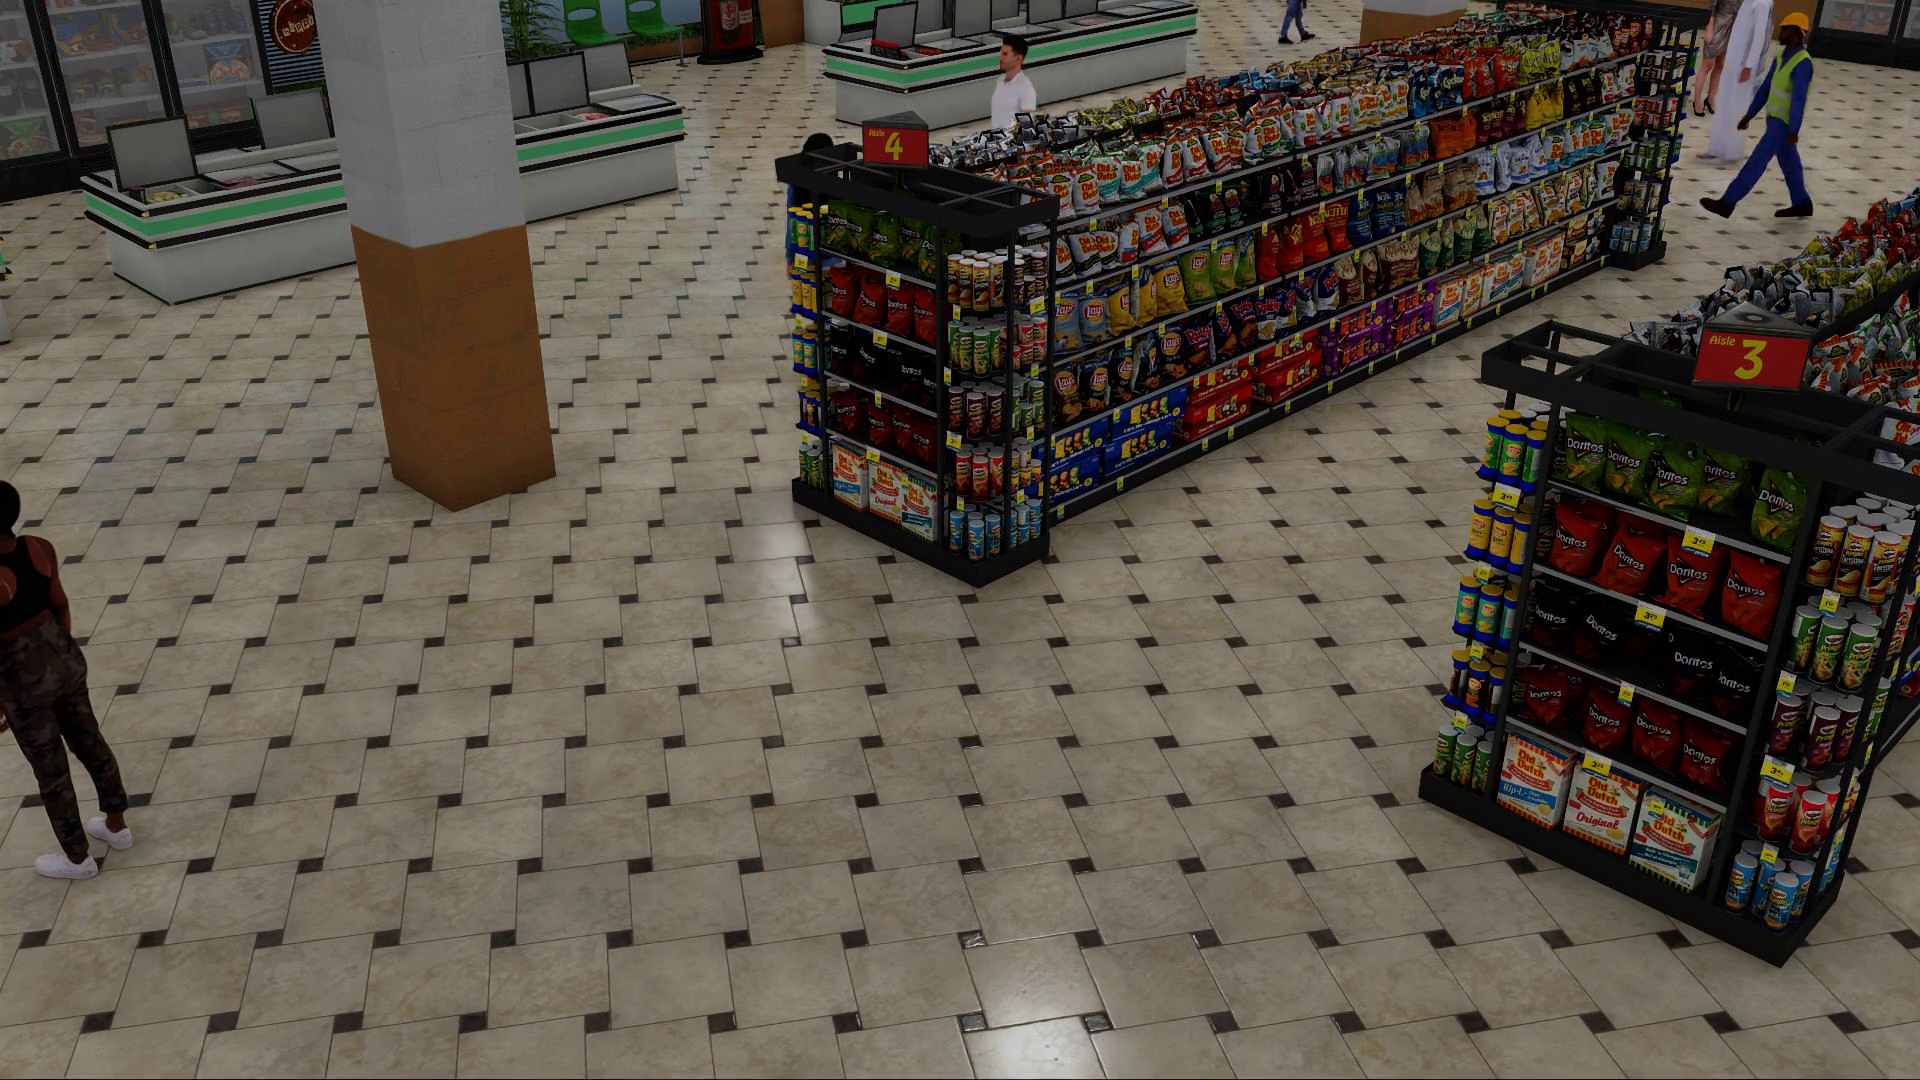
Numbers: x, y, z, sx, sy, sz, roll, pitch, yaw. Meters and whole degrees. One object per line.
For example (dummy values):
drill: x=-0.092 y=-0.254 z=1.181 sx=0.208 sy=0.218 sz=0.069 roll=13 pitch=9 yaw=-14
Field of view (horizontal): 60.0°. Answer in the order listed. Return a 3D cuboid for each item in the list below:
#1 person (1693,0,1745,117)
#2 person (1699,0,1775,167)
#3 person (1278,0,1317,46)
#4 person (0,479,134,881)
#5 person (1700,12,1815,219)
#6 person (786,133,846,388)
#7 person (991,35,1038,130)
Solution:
person: x=8.363 y=-5.567 z=18.292 sx=0.562 sy=1.747 sz=0.710 roll=-12 pitch=29 yaw=-22
person: x=7.685 y=-4.673 z=16.331 sx=0.861 sy=1.926 sz=0.777 roll=3 pitch=27 yaw=6
person: x=4.387 y=-7.197 z=22.070 sx=0.862 sy=1.236 sz=0.764 roll=-3 pitch=27 yaw=-7
person: x=-3.500 y=0.528 z=6.325 sx=0.712 sy=1.700 sz=0.597 roll=10 pitch=28 yaw=18
person: x=7.221 y=-3.610 z=14.427 sx=1.216 sy=1.752 sz=1.235 roll=2 pitch=27 yaw=5
person: x=-0.930 y=-1.761 z=10.865 sx=1.007 sy=1.675 sz=1.233 roll=7 pitch=28 yaw=14
person: x=0.461 y=-3.074 z=13.271 sx=1.134 sy=1.842 sz=0.932 roll=-11 pitch=29 yaw=-20
